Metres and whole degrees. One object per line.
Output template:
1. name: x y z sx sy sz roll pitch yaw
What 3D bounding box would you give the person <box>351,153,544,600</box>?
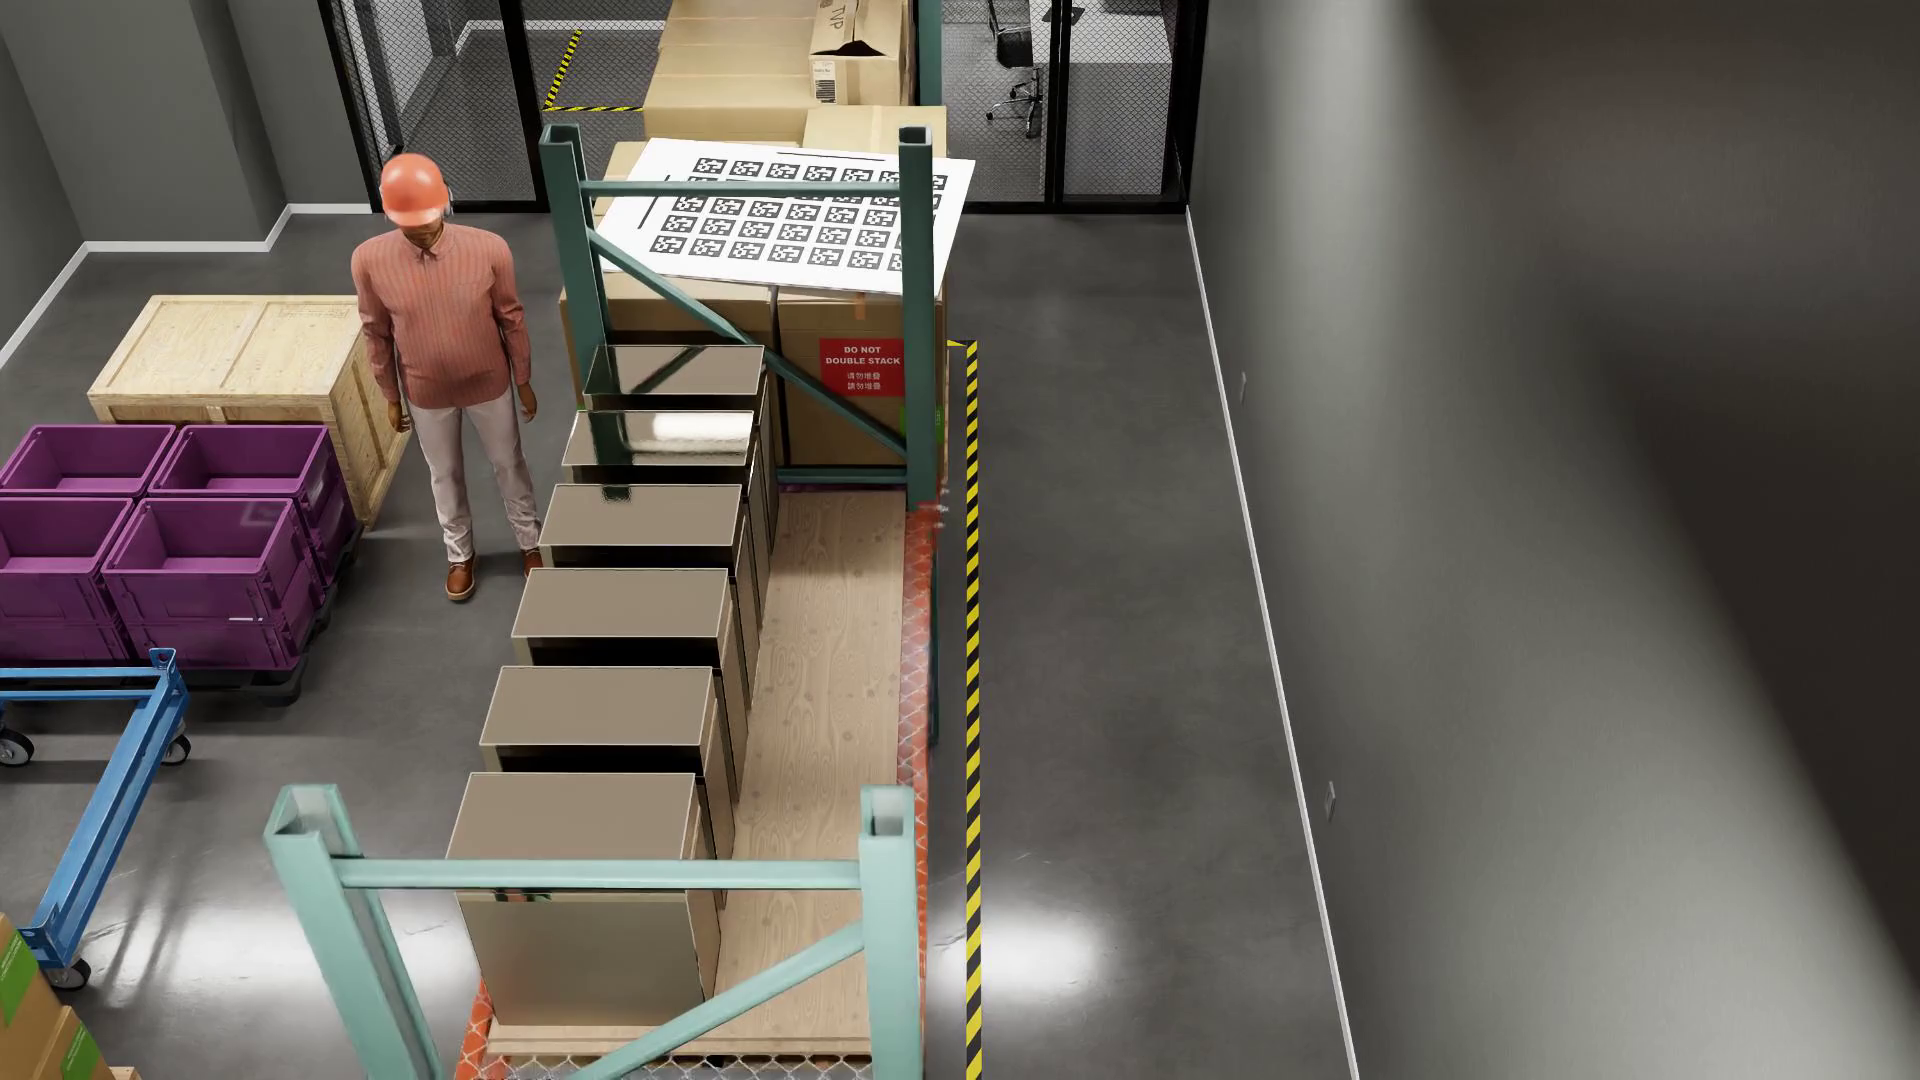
1. person: -1.979 -0.618 6.552 0.612 1.994 0.381 -10 42 -11
